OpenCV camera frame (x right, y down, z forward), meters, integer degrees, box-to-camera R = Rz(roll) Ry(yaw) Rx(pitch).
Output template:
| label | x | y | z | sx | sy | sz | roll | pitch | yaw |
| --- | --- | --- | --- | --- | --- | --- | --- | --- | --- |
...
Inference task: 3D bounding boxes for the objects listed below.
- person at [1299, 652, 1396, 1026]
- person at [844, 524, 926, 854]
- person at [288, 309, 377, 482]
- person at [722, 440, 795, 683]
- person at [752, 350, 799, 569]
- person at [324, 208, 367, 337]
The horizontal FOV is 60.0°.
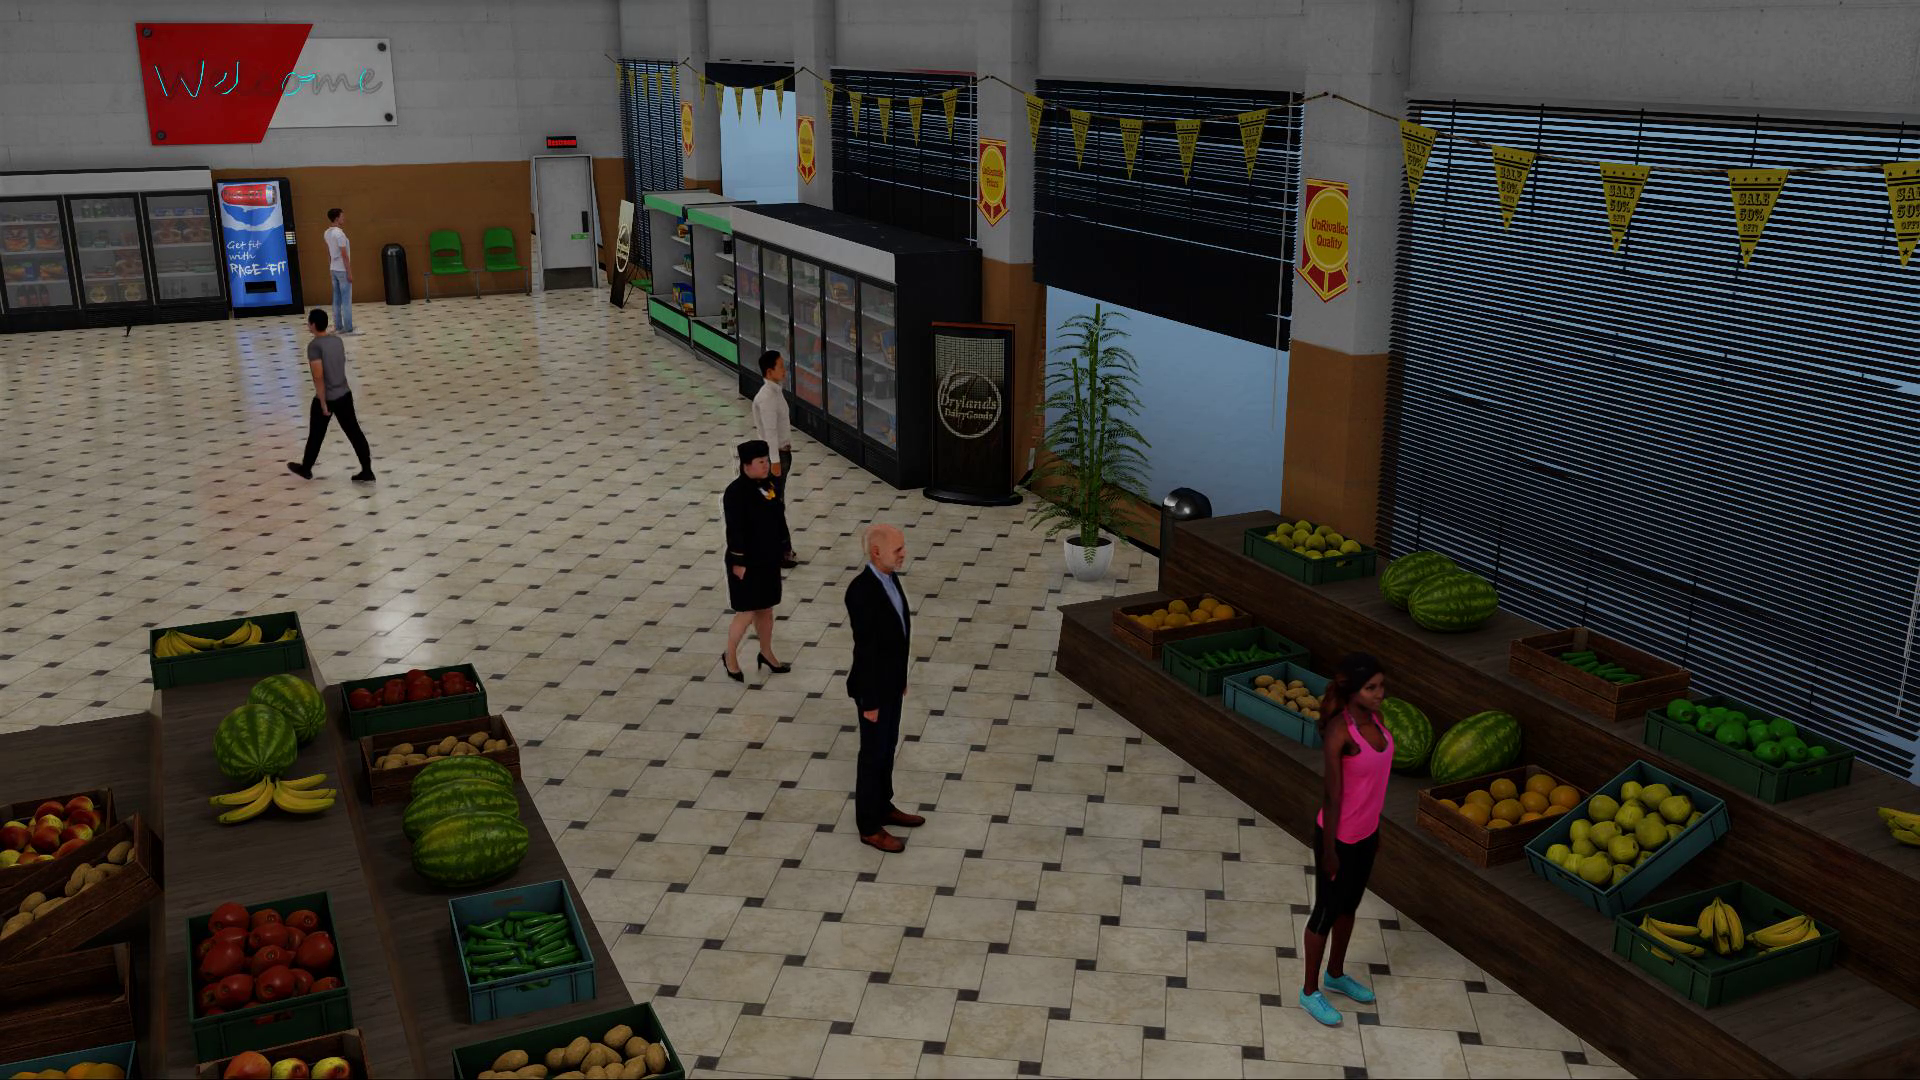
| label | x | y | z | sx | sy | sz | roll | pitch | yaw |
| --- | --- | --- | --- | --- | --- | --- | --- | --- | --- |
| person | 1.724 | 1.302 | 7.412 | 0.629 | 1.723 | 0.633 | -15 | 22 | -40 |
| person | -0.435 | 0.772 | 9.029 | 0.820 | 1.797 | 0.751 | 5 | 18 | 17 |
| person | -6.046 | -1.361 | 16.217 | 1.204 | 1.703 | 1.106 | 7 | 18 | 22 |
| person | -1.409 | 0.132 | 11.356 | 0.849 | 1.672 | 0.839 | 9 | 19 | 27 |
| person | -1.552 | -0.681 | 13.791 | 0.791 | 1.811 | 0.636 | -1 | 17 | -3 |
| person | -9.115 | -3.941 | 24.459 | 0.627 | 1.851 | 0.780 | 14 | 22 | 39 |
